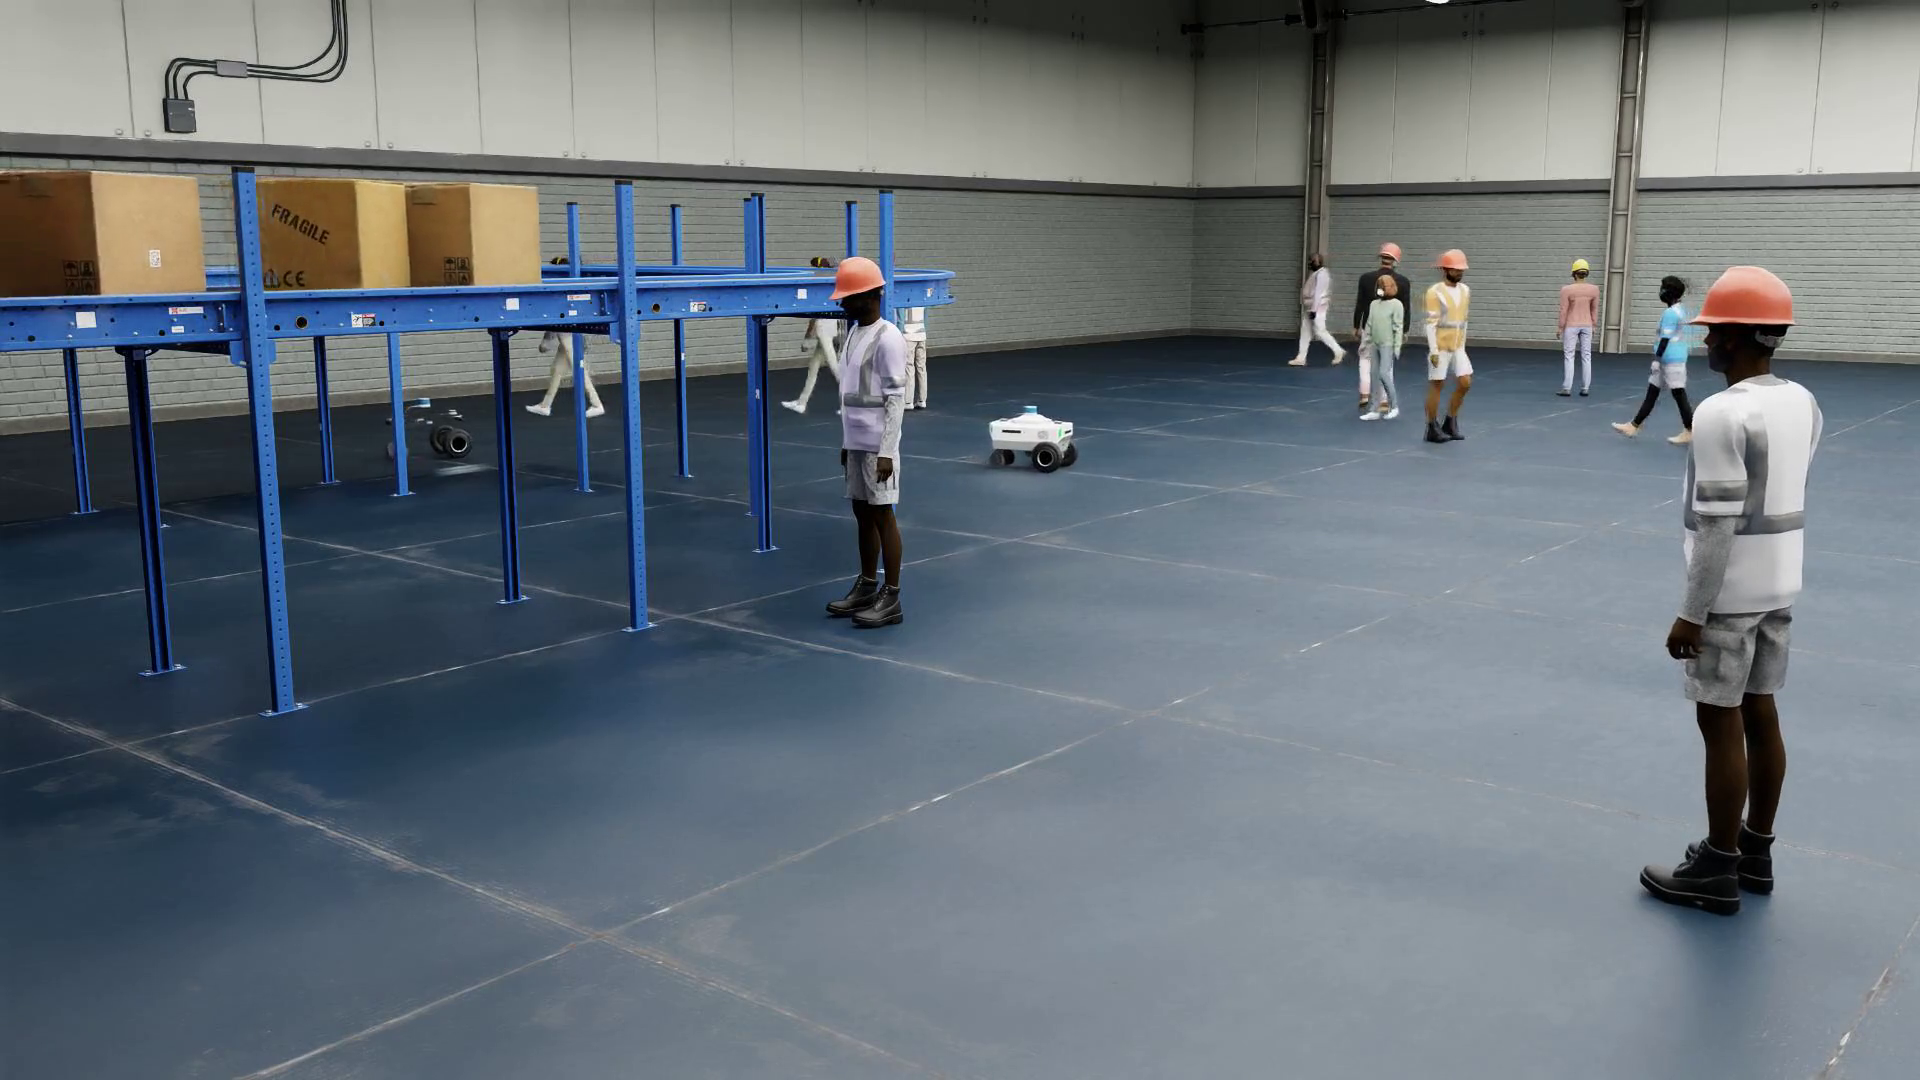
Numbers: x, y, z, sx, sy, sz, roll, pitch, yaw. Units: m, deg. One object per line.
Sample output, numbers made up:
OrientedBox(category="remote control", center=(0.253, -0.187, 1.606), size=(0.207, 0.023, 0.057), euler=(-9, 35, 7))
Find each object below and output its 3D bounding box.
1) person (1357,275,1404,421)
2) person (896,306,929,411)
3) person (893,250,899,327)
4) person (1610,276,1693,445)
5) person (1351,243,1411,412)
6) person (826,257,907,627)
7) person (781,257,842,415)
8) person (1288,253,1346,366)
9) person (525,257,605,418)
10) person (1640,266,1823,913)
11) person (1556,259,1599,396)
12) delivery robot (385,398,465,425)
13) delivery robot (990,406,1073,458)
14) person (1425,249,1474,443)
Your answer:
OrientedBox(category="person", center=(4.732, -2.160, 18.711), size=(0.351, 1.631, 0.522), euler=(-5, 11, -25))
OrientedBox(category="person", center=(-0.572, -2.369, 19.834), size=(0.307, 1.641, 0.513), euler=(9, 13, 40))
OrientedBox(category="person", center=(-0.986, -3.002, 22.602), size=(0.410, 1.909, 0.643), euler=(6, 12, 32))
OrientedBox(category="person", center=(6.947, -1.782, 16.516), size=(0.843, 1.648, 0.552), euler=(5, 12, 27))
OrientedBox(category="person", center=(4.979, -2.513, 19.676), size=(0.678, 1.986, 0.450), euler=(4, 11, 20))
OrientedBox(category="person", center=(-0.498, -0.516, 8.773), size=(0.373, 1.928, 0.543), euler=(-6, 12, -28))
OrientedBox(category="person", center=(-1.606, -2.361, 19.305), size=(1.003, 1.821, 0.520), euler=(2, 11, 13))
OrientedBox(category="person", center=(5.784, -3.716, 26.808), size=(0.841, 1.820, 0.621), euler=(-1, 10, -3))
OrientedBox(category="person", center=(-4.533, -2.312, 19.027), size=(0.978, 1.823, 0.535), euler=(1, 10, 7))
OrientedBox(category="person", center=(2.335, 0.149, 5.054), size=(0.547, 1.938, 0.377), euler=(-8, 13, -36))
OrientedBox(category="person", center=(8.023, -2.756, 21.629), size=(0.523, 1.769, 0.313), euler=(-1, 10, -5))
OrientedBox(category="delivery robot", center=(-5.007, -1.211, 15.552), size=(0.698, 0.223, 0.335), euler=(-7, 12, -33))
OrientedBox(category="delivery robot", center=(0.631, -0.950, 14.837), size=(0.707, 0.478, 0.477), euler=(4, 11, 23))
OrientedBox(category="person", center=(4.876, -1.921, 16.569), size=(0.578, 1.917, 0.536), euler=(-5, 11, -26))
